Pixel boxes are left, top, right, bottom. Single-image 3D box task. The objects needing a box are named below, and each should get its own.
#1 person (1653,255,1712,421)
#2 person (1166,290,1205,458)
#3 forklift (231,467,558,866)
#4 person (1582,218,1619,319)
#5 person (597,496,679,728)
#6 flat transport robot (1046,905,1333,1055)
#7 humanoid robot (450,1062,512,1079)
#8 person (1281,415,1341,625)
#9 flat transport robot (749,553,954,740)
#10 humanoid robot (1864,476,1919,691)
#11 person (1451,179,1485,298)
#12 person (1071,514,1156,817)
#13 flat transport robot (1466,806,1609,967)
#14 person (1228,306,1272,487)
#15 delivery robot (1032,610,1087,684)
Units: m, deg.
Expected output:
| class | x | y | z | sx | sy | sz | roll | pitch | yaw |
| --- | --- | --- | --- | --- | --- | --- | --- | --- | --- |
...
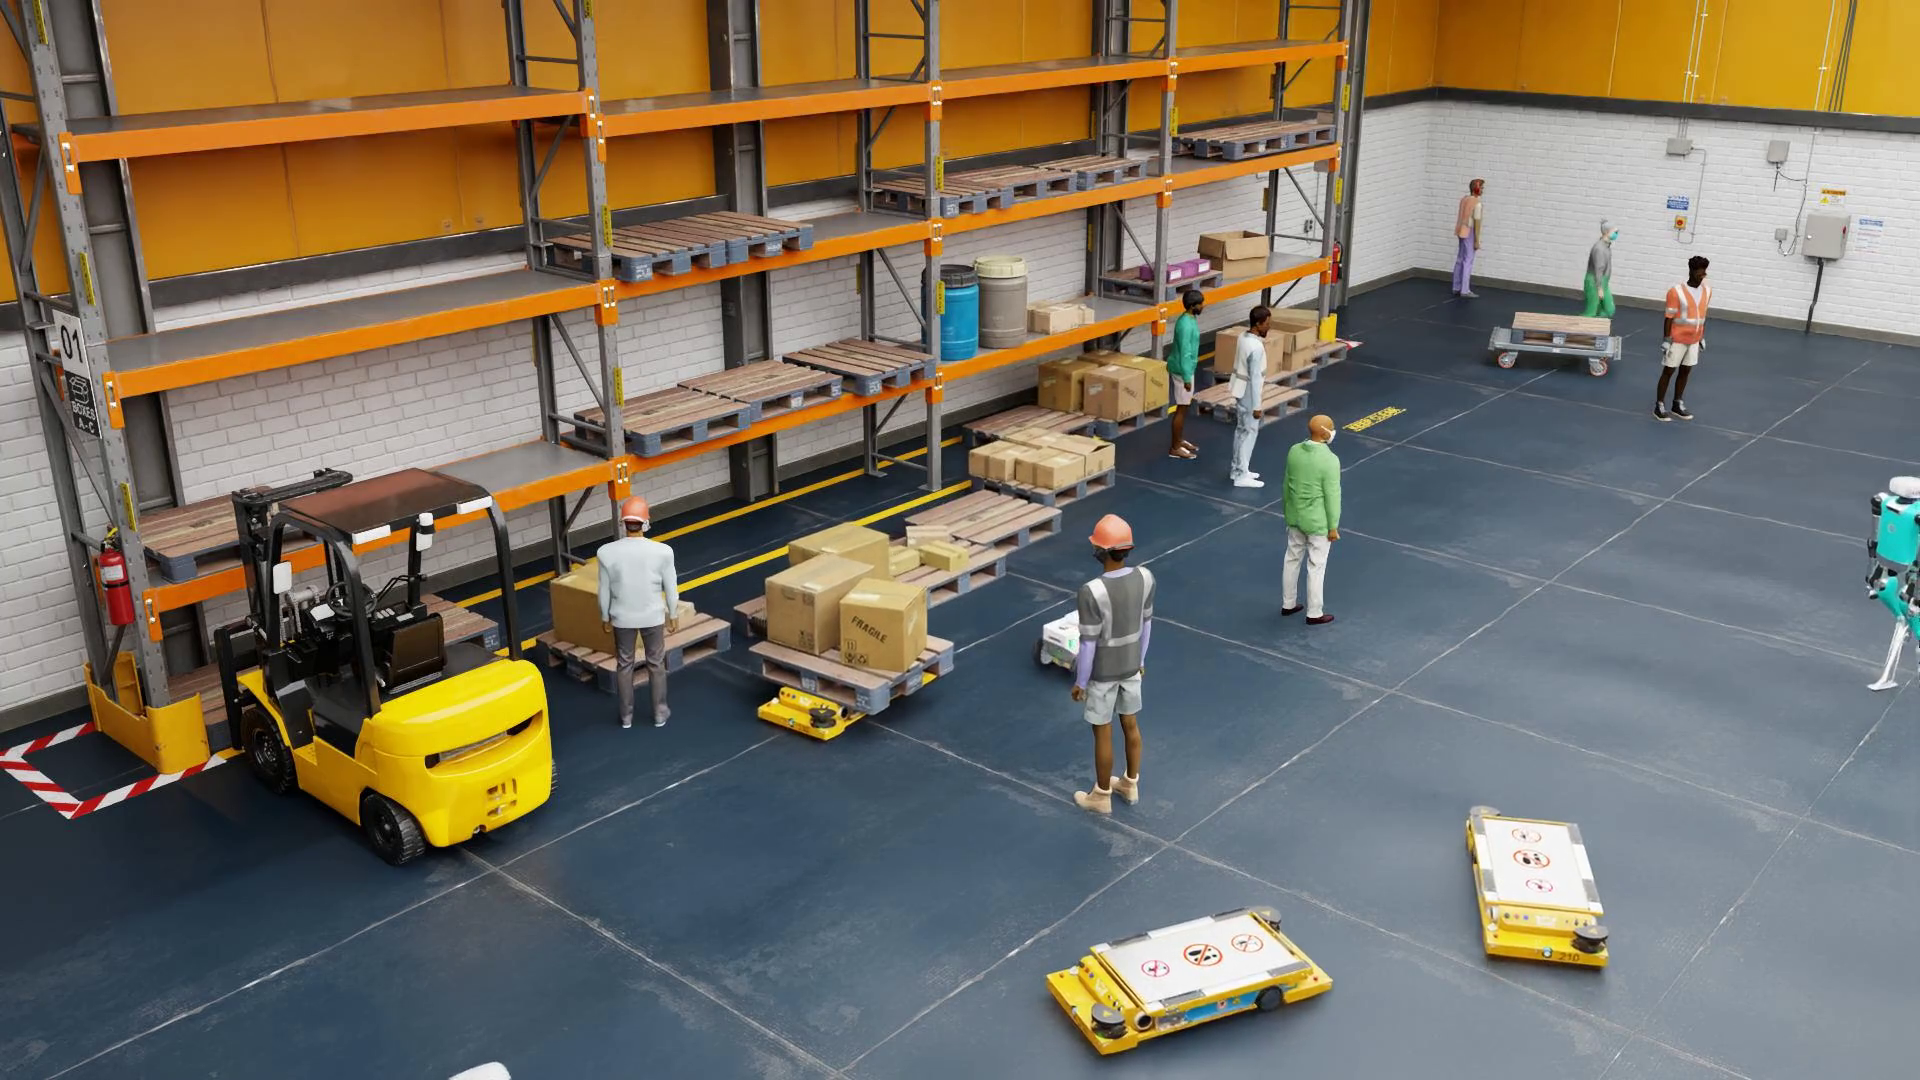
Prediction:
| class | x | y | z | sx | sy | sz | roll | pitch | yaw |
| --- | --- | --- | --- | --- | --- | --- | --- | --- | --- |
| person | 8.512 | -2.372 | 19.532 | 0.612 | 1.961 | 0.363 | -7 | 21 | -18 |
| person | 2.453 | -1.829 | 18.241 | 0.393 | 1.842 | 0.503 | 4 | 21 | 11 |
| forklift | -3.730 | 0.710 | 10.856 | 2.313 | 2.155 | 1.214 | 17 | 26 | 38 |
| person | 8.753 | -3.480 | 22.733 | 0.451 | 1.831 | 0.538 | 14 | 25 | 34 |
| person | -2.314 | 0.523 | 12.006 | 0.572 | 1.740 | 0.344 | -3 | 20 | -9 |
| flat transport robot | 1.255 | 2.385 | 9.090 | 1.431 | 0.231 | 0.659 | -9 | 22 | -22 |
| humanoid robot | -1.891 | 2.806 | 5.941 | 0.855 | 1.850 | 0.548 | -14 | 24 | -33 |
| person | 2.924 | -0.174 | 13.836 | 0.384 | 1.779 | 0.550 | -16 | 25 | -36 |
| flat transport robot | -0.815 | 1.096 | 12.580 | 0.659 | 0.231 | 1.431 | 14 | 24 | 33 |
| humanoid robot | 7.182 | 0.396 | 12.514 | 0.834 | 1.870 | 0.548 | -7 | 21 | -18 |
| person | 7.978 | -4.744 | 26.128 | 0.389 | 1.845 | 0.562 | -4 | 21 | -10 |
| person | 0.969 | 0.814 | 10.786 | 0.605 | 2.045 | 0.385 | -14 | 24 | -33 |
| flat transport robot | 3.439 | 2.054 | 9.987 | 0.659 | 0.231 | 1.431 | 4 | 21 | 11 |
| person | 2.986 | -1.485 | 17.213 | 0.398 | 1.907 | 0.600 | -1 | 20 | -4 |
| delivery robot | 0.976 | 0.779 | 13.053 | 0.817 | 0.613 | 0.499 | -17 | 26 | -39 |
